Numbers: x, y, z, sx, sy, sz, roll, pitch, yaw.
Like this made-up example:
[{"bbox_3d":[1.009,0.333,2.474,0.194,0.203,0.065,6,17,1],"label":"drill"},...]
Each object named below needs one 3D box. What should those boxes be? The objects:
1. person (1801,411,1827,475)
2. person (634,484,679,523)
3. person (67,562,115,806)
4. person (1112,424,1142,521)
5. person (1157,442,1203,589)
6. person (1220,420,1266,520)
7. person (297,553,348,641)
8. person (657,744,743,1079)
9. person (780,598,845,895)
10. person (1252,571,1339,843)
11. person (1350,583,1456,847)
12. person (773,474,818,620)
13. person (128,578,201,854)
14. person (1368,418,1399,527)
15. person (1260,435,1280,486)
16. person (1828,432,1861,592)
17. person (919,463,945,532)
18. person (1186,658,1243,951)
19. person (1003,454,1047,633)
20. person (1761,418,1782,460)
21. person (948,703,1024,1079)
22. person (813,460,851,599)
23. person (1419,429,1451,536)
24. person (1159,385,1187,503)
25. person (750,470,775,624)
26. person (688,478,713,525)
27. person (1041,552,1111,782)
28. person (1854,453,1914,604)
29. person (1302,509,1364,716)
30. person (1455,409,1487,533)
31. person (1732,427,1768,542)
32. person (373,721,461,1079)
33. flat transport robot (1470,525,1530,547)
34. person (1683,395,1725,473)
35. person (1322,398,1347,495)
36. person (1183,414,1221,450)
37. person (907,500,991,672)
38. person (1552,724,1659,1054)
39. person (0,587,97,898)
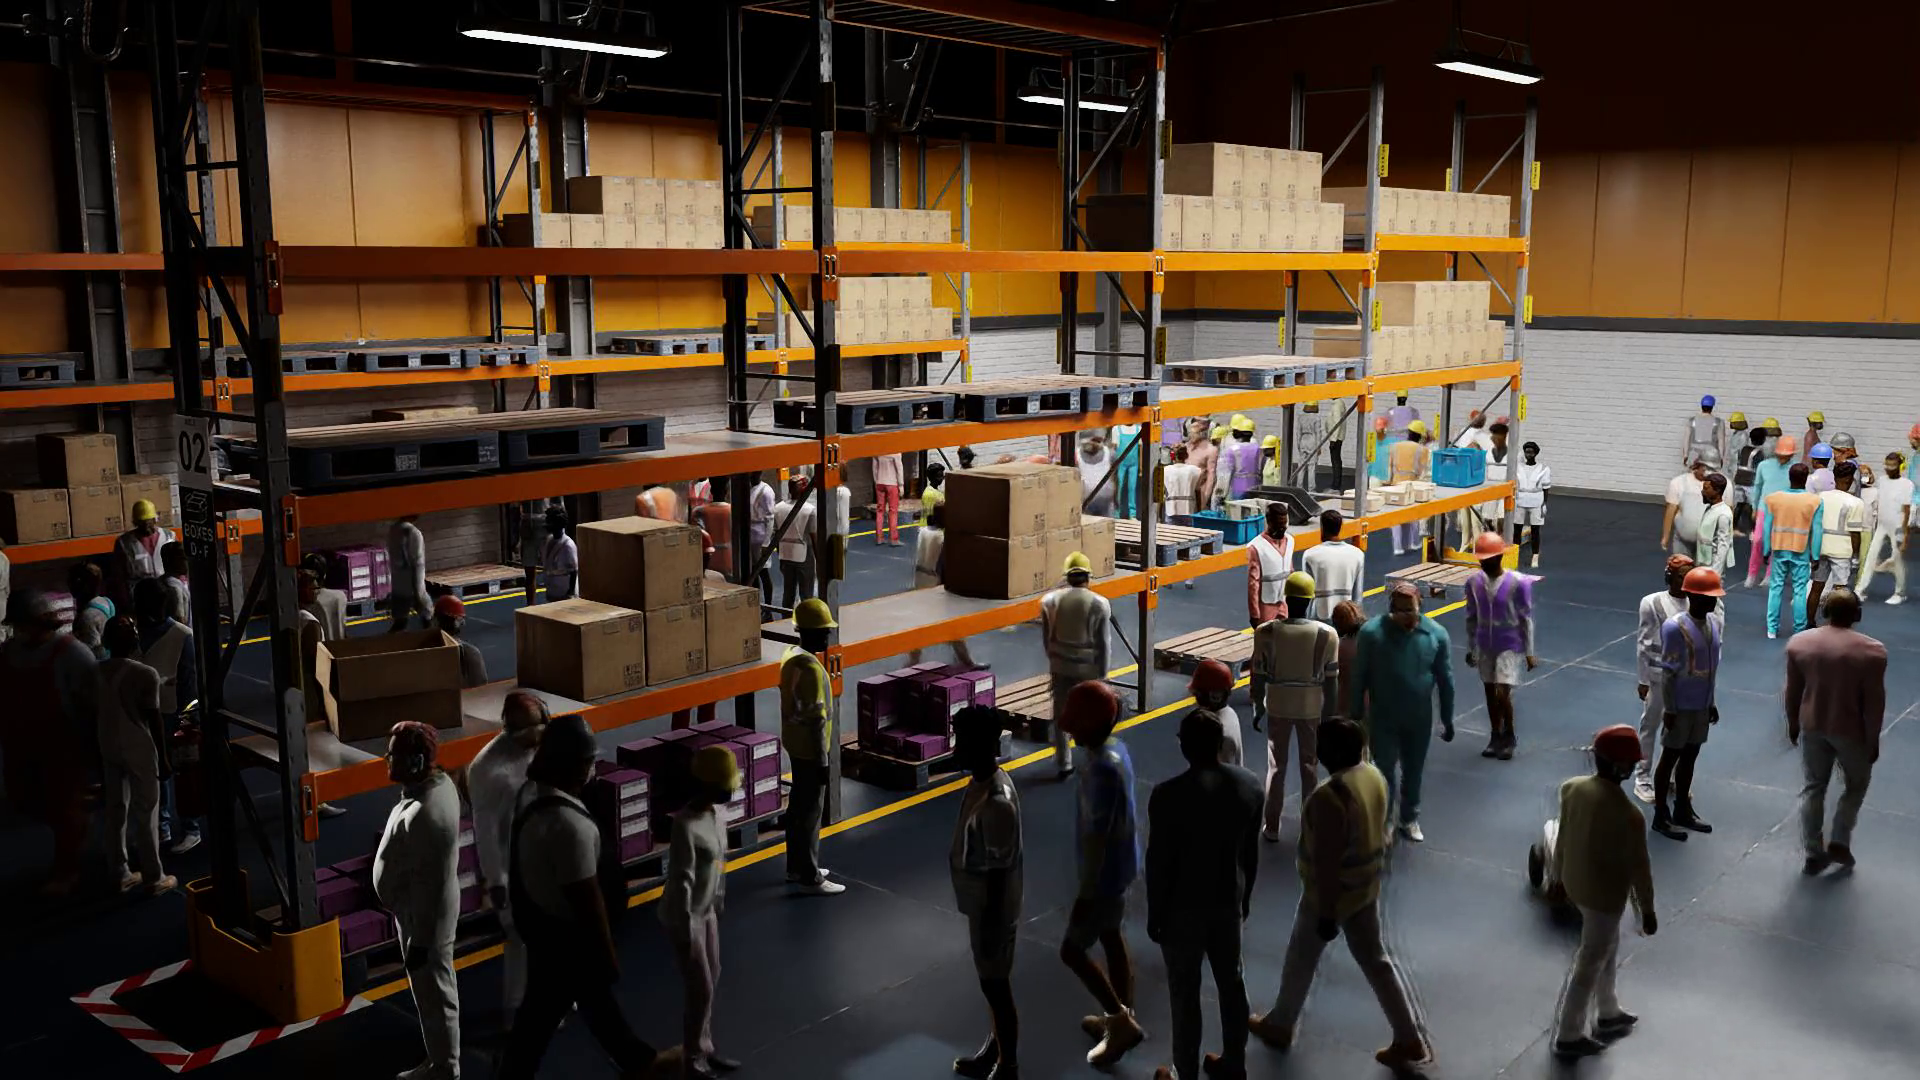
[{"bbox_3d":[13.186,-1.111,25.744,0.317,1.766,0.533,6,11,30],"label":"person"},{"bbox_3d":[-3.366,0.062,18.314,0.444,1.906,0.605,5,11,29],"label":"person"},{"bbox_3d":[-6.468,1.071,12.472,0.349,1.847,0.505,-2,10,-11],"label":"person"},{"bbox_3d":[2.597,-1.162,25.802,0.504,1.847,0.345,-1,10,-7],"label":"person"},{"bbox_3d":[2.725,-0.292,20.646,0.560,1.836,0.394,0,10,1],"label":"person"},{"bbox_3d":[3.886,-0.685,22.819,0.633,1.910,0.444,-3,10,-19],"label":"person"},{"bbox_3d":[-4.886,1.017,12.764,0.328,1.860,0.514,5,11,26],"label":"person"},{"bbox_3d":[-1.253,1.844,8.165,0.419,1.742,0.572,2,10,13],"label":"person"},{"bbox_3d":[-0.959,1.322,10.727,0.371,1.925,0.595,-4,10,-22],"label":"person"},{"bbox_3d":[2.338,1.171,11.630,0.593,1.926,0.366,2,10,11],"label":"person"},{"bbox_3d":[3.078,1.207,11.569,0.713,1.868,0.574,0,10,1],"label":"person"},{"bbox_3d":[-1.707,0.227,17.508,0.567,1.846,0.389,6,11,30],"label":"person"},{"bbox_3d":[-5.499,1.201,11.477,0.587,1.920,0.392,3,10,16],"label":"person"},{"bbox_3d":[6.423,-1.012,25.323,0.571,1.706,0.894,7,12,37],"label":"person"},{"bbox_3d":[4.172,-0.530,22.299,0.343,1.759,0.533,-1,10,-5],"label":"person"},{"bbox_3d":[10.513,-0.291,20.023,0.538,2.000,0.688,5,11,25],"label":"person"},{"bbox_3d":[-0.319,-0.080,19.783,0.322,1.697,0.532,2,10,10],"label":"person"},{"bbox_3d":[1.498,1.556,9.856,0.343,1.749,0.571,1,10,8],"label":"person"},{"bbox_3d":[0.715,0.036,18.339,0.386,1.952,0.745,4,10,25],"label":"person"},{"bbox_3d":[12.132,-0.968,24.964,0.319,1.739,0.484,8,13,40],"label":"person"},{"bbox_3d":[0.126,1.747,8.100,0.367,1.957,0.599,-1,10,-5],"label":"person"},{"bbox_3d":[-1.525,0.001,18.855,0.667,1.860,0.589,-7,12,-37],"label":"person"},{"bbox_3d":[6.964,-0.856,24.629,0.509,1.621,0.552,-4,10,-22],"label":"person"},{"bbox_3d":[3.585,-1.624,27.961,0.607,2.048,0.370,9,13,42],"label":"person"},{"bbox_3d":[-2.306,-0.018,18.700,0.354,1.939,0.544,-8,13,-41],"label":"person"},{"bbox_3d":[-3.156,-0.201,20.546,0.535,1.690,0.319,6,11,33],"label":"person"},{"bbox_3d":[0.950,0.977,13.212,0.582,1.789,0.789,3,10,17],"label":"person"},{"bbox_3d":[10.919,-0.116,19.621,0.867,1.823,0.529,-4,10,-22],"label":"person"},{"bbox_3d":[3.251,0.684,14.608,0.597,1.909,0.405,-3,10,-17],"label":"person"},{"bbox_3d":[7.648,-1.040,25.086,0.468,1.876,0.652,-4,10,-22],"label":"person"},{"bbox_3d":[11.533,-0.824,24.294,0.384,1.674,0.579,-1,10,-8],"label":"person"},{"bbox_3d":[-2.584,1.794,7.964,0.408,1.913,0.642,-3,10,-15],"label":"person"},{"bbox_3d":[7.812,-0.059,23.912,0.652,0.197,1.431,6,11,32],"label":"flat transport robot"},{"bbox_3d":[11.887,-1.343,26.580,0.616,1.945,0.404,6,11,31],"label":"person"},{"bbox_3d":[6.548,-1.778,29.034,0.376,1.995,0.609,3,10,16],"label":"person"},{"bbox_3d":[3.699,-1.188,25.417,0.619,2.029,0.410,5,11,26],"label":"person"},{"bbox_3d":[-0.158,0.502,16.029,0.930,1.792,0.577,-7,12,-36],"label":"person"},{"bbox_3d":[3.383,1.788,8.552,0.740,1.724,0.581,-2,10,-14],"label":"person"},{"bbox_3d":[-5.871,1.265,10.734,0.695,2.000,0.648,2,10,10],"label":"person"}]
